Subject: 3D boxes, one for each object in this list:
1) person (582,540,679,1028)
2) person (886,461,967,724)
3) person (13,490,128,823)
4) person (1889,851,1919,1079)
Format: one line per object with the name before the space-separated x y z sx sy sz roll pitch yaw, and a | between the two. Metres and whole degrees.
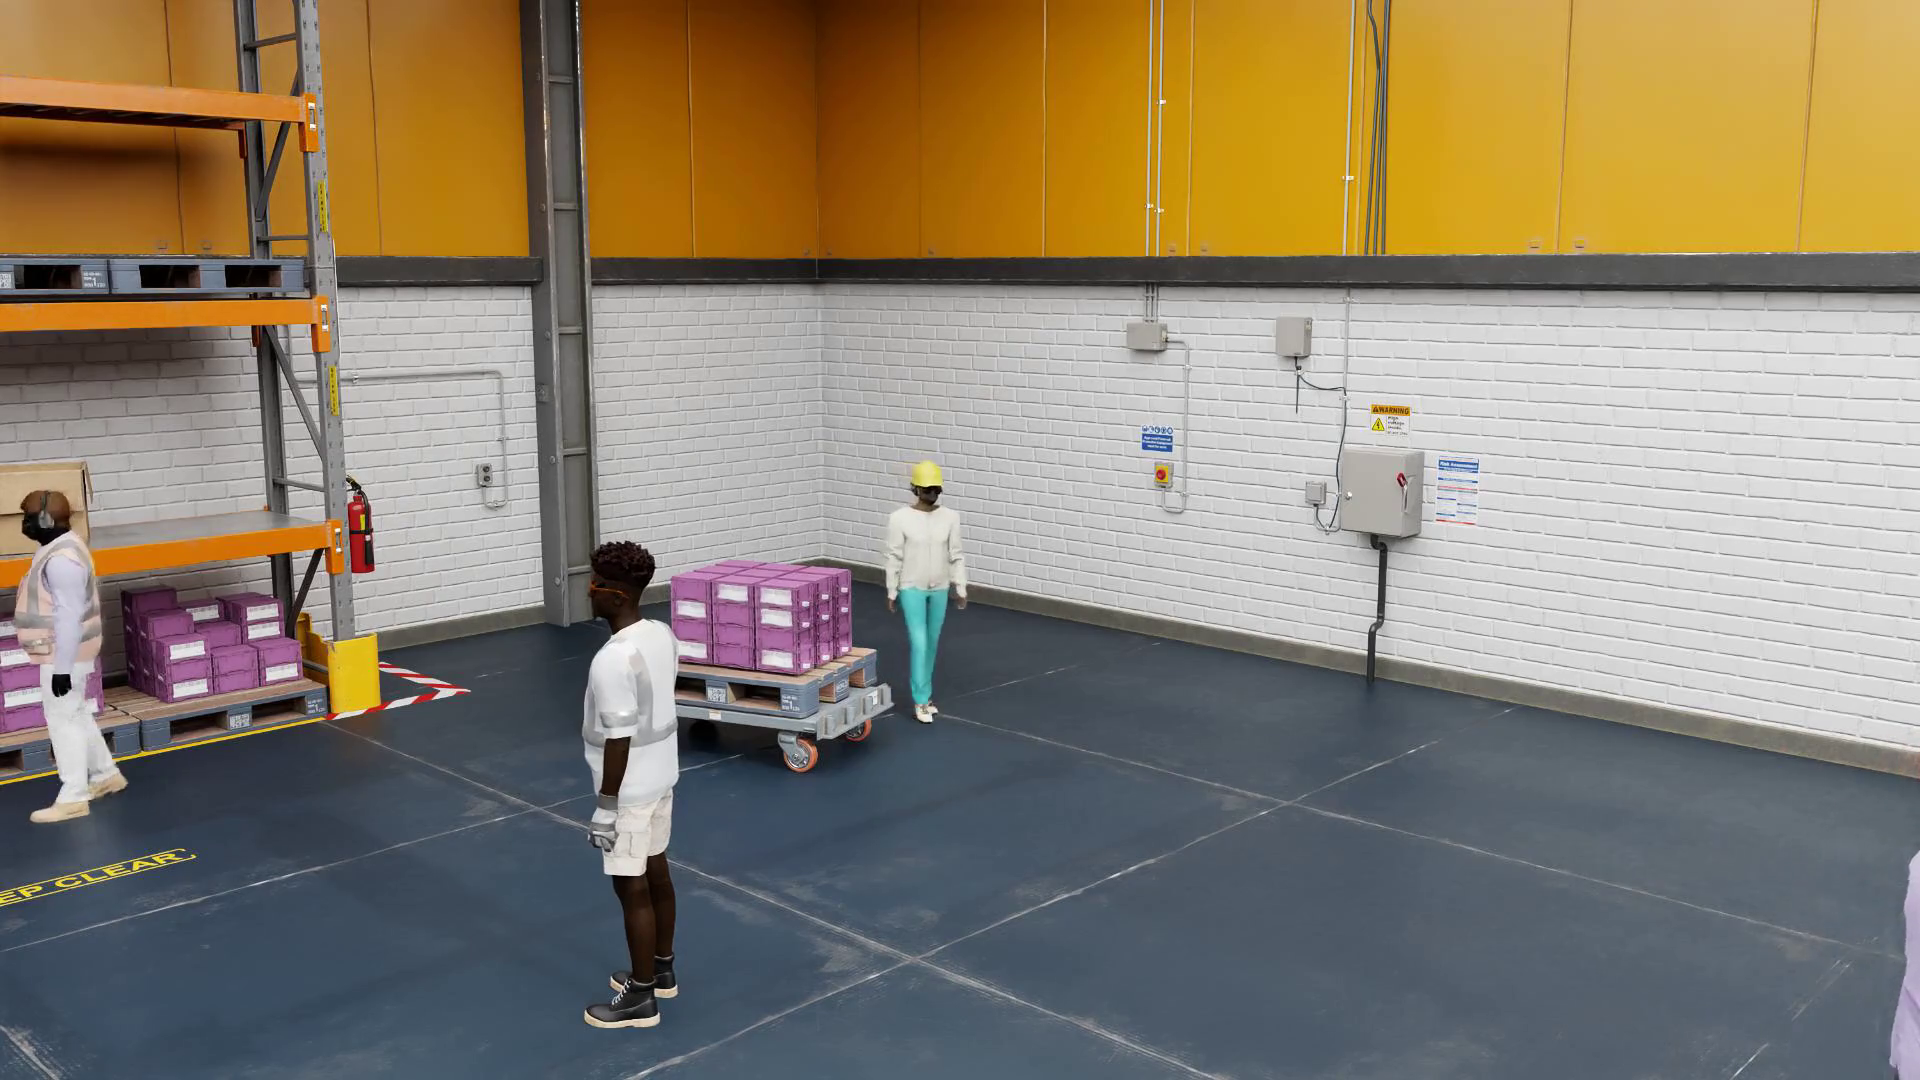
person | -1.327 0.972 6.697 0.364 1.964 0.609 1 9 9
person | -0.185 0.351 11.142 0.547 1.744 0.655 -5 10 -26
person | -4.952 0.636 9.242 0.549 1.831 0.646 -5 11 -29
person | 2.692 1.435 4.182 0.942 1.859 0.660 3 10 20
